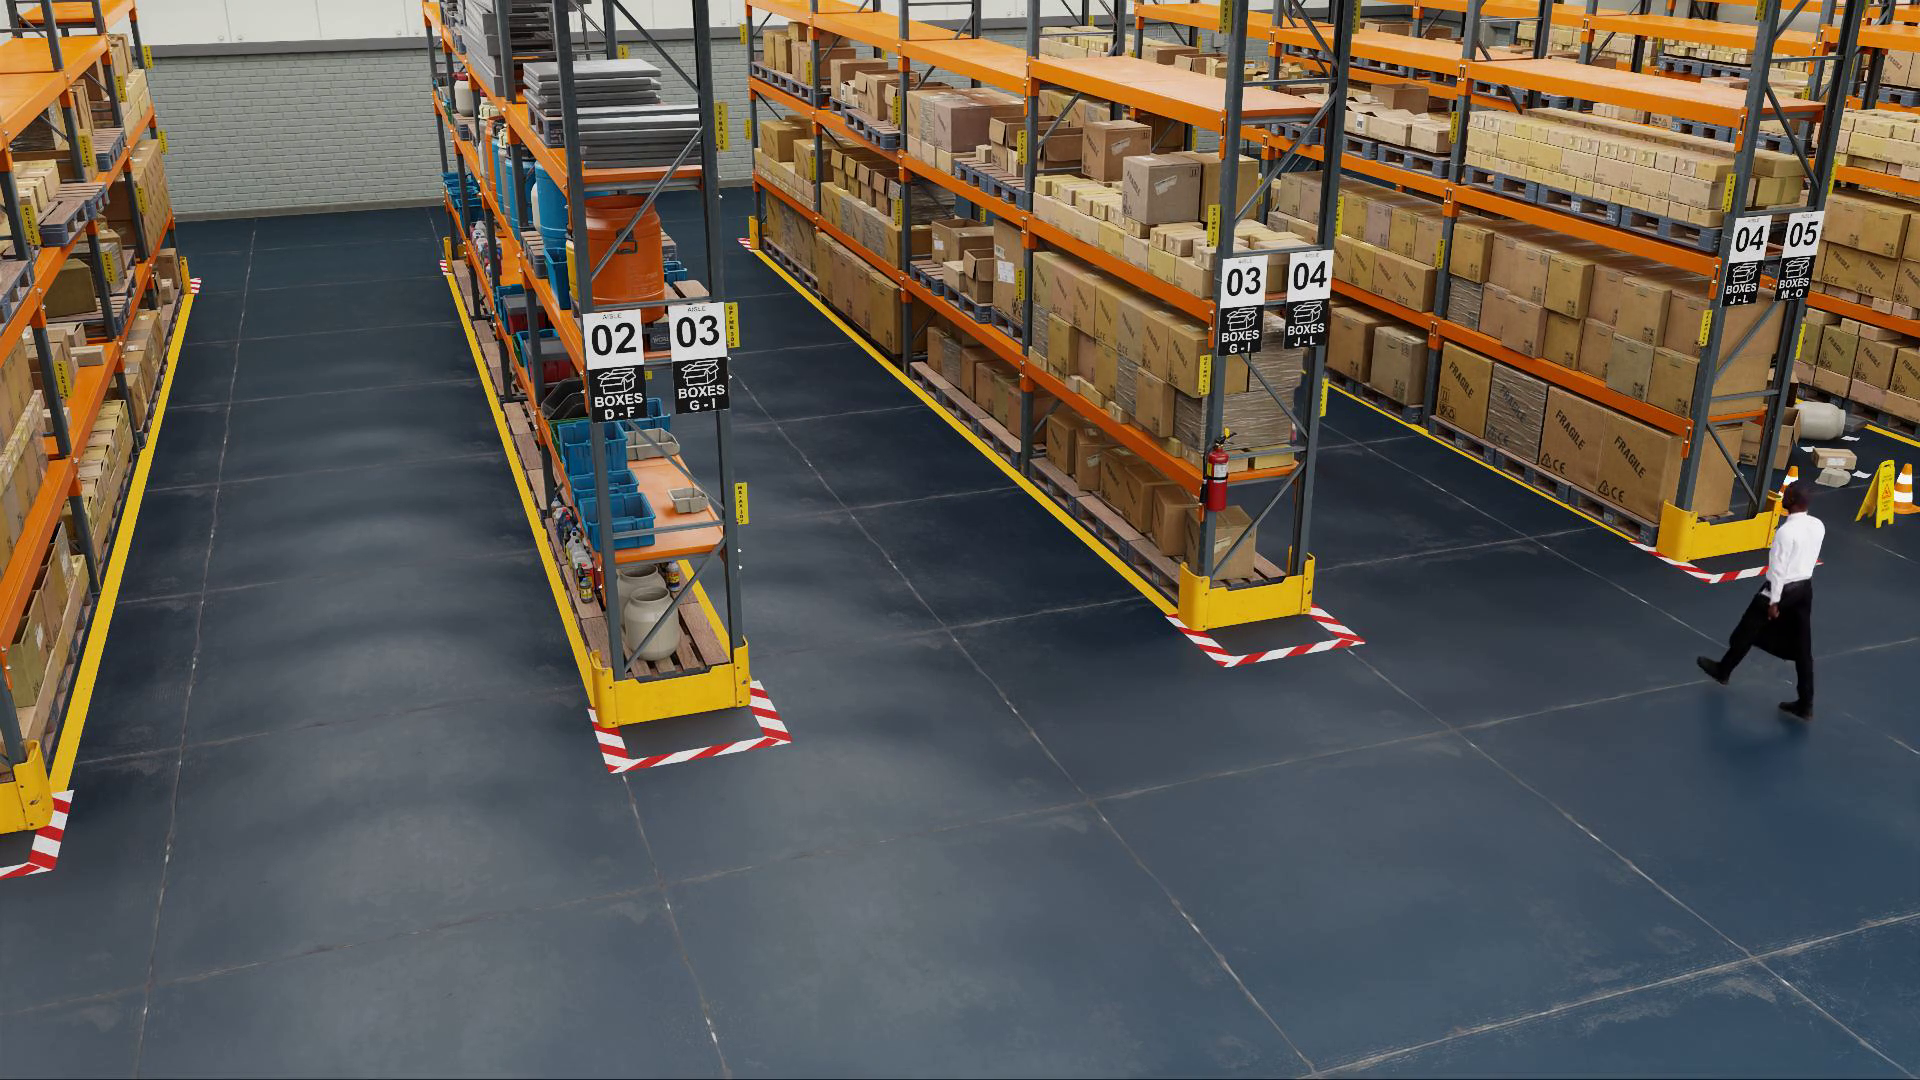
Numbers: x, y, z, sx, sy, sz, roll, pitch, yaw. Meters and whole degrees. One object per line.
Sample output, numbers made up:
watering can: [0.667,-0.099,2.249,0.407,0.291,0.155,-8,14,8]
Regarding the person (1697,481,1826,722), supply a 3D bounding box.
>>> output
person: [6.273,0.492,12.485,0.754,1.785,1.252,-10,24,-24]
